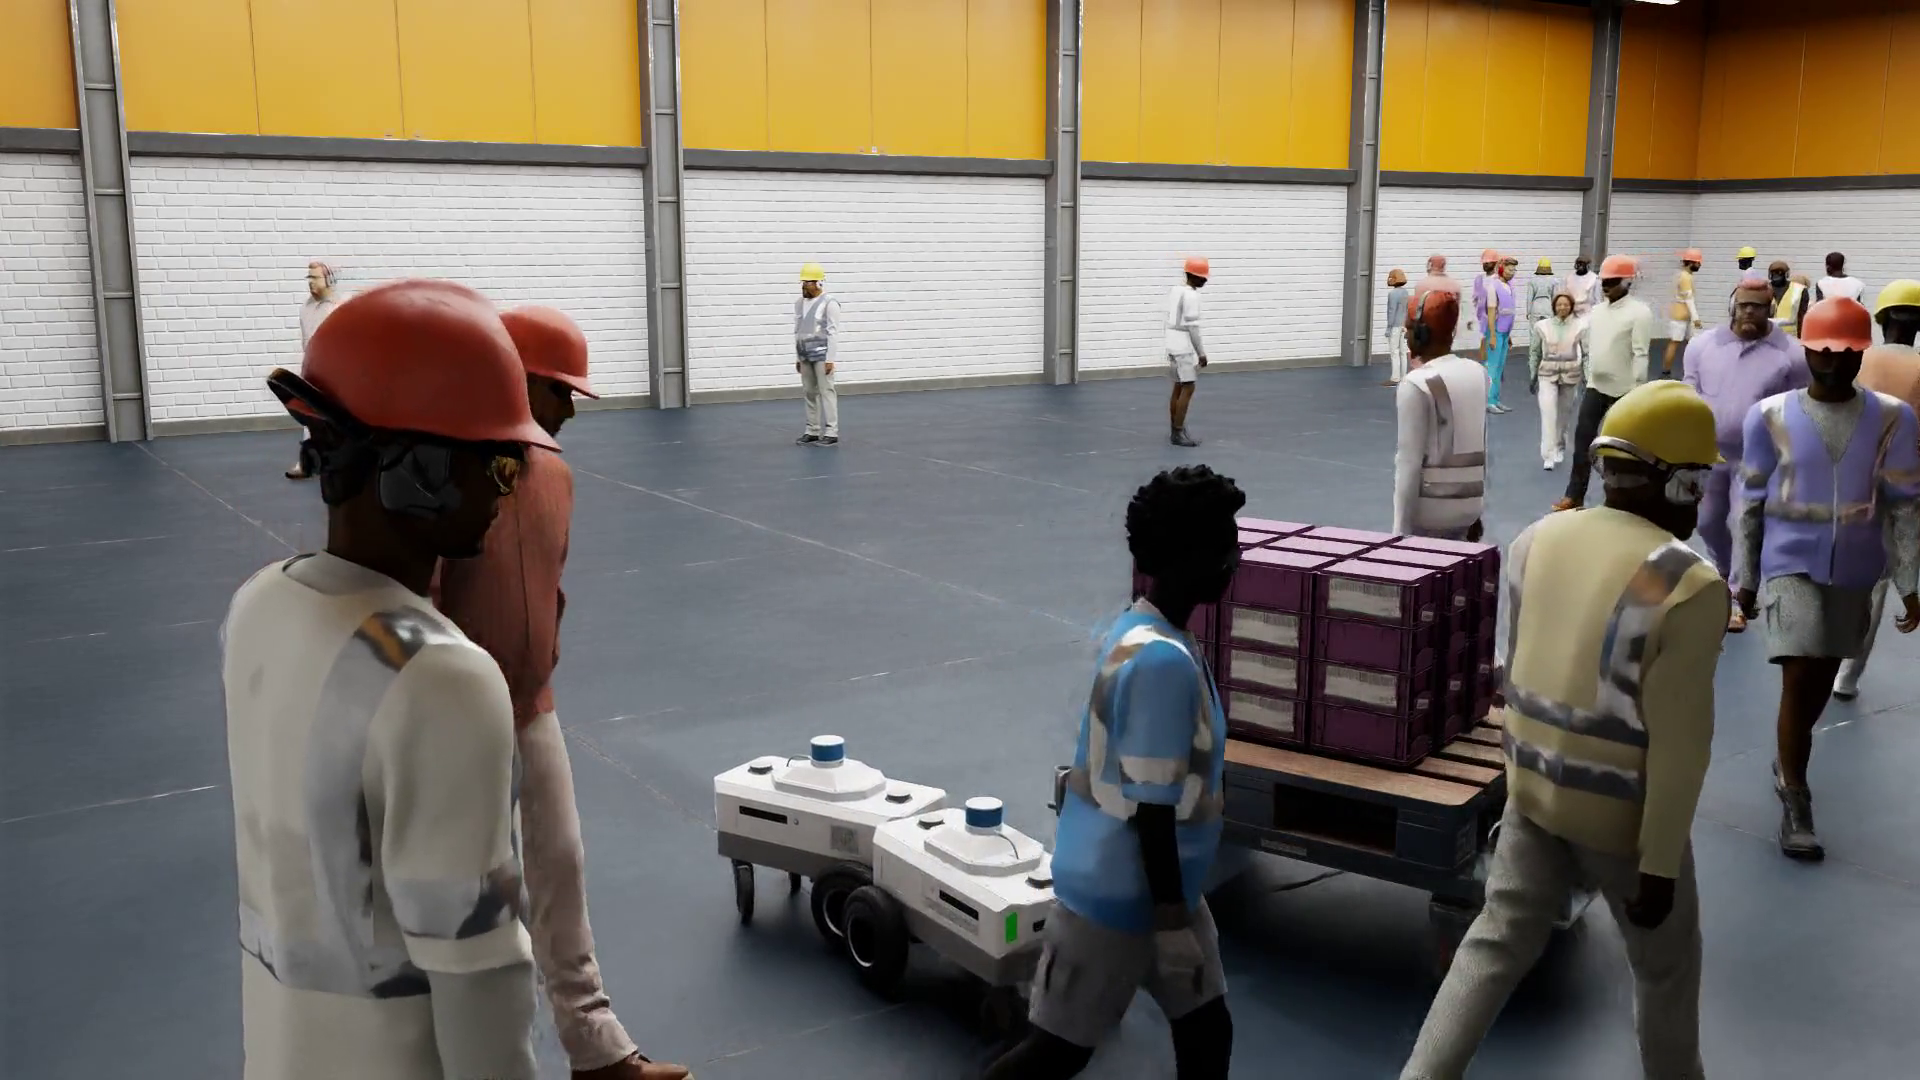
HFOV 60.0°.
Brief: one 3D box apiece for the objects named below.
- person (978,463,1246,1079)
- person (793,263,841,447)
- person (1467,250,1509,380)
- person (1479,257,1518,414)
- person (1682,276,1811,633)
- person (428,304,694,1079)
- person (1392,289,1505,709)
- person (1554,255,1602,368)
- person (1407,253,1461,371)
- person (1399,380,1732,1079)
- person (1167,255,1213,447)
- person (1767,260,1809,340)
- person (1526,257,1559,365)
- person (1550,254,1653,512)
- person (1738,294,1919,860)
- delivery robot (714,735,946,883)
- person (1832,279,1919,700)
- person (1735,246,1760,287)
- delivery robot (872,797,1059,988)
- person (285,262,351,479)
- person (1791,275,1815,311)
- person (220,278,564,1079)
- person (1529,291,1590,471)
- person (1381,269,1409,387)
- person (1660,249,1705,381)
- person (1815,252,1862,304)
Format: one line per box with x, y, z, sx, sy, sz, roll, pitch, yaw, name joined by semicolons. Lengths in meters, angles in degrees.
0.301;0.667;3.290;0.857;1.645;0.542;3;11;18;person
-1.442;-1.836;16.548;0.585;1.825;0.403;9;14;41;person
7.497;-3.186;23.747;1.002;1.882;0.567;-6;12;-31;person
6.370;-2.419;19.692;0.389;1.837;0.563;8;13;36;person
4.227;-0.490;9.009;0.634;1.873;0.817;7;13;34;person
-1.167;0.404;3.993;1.045;1.921;0.684;6;12;31;person
2.024;-0.102;6.902;0.592;1.866;0.544;-9;14;-40;person
9.569;-3.501;25.775;0.627;1.796;0.976;9;13;40;person
5.599;-2.448;19.710;0.693;1.891;0.556;-5;12;-26;person
1.337;0.549;3.589;0.920;1.790;0.590;-5;11;-25;person
2.292;-1.909;16.773;0.414;1.898;0.784;-1;10;-4;person
9.332;-2.290;19.034;0.639;1.820;0.693;5;12;26;person
9.447;-3.709;27.023;0.487;1.743;0.315;3;11;17;person
5.010;-1.184;12.607;0.995;1.958;0.625;-4;11;-23;person
3.026;0.086;5.839;0.564;1.889;0.989;3;11;15;person
-0.404;0.841;5.083;0.707;0.478;0.477;6;12;31;delivery robot
4.094;-0.214;7.457;0.639;1.885;0.500;5;11;26;person
12.050;-3.532;25.547;0.388;1.926;0.590;7;12;34;person
0.065;0.943;4.520;0.477;0.478;0.707;-7;13;-34;delivery robot
-5.483;-1.482;14.510;0.633;1.864;0.999;3;11;15;person
10.064;-2.399;20.209;0.584;1.621;0.523;-7;13;-34;person
-0.676;0.694;2.119;0.409;2.030;0.610;-9;14;-41;person
5.446;-1.461;15.093;0.528;1.599;0.844;3;11;16;person
6.064;-2.945;23.133;0.267;1.632;0.507;9;14;40;person
10.366;-3.141;23.486;0.837;1.903;0.555;6;12;28;person
10.655;-2.533;20.154;0.627;1.897;0.512;-1;10;-5;person
